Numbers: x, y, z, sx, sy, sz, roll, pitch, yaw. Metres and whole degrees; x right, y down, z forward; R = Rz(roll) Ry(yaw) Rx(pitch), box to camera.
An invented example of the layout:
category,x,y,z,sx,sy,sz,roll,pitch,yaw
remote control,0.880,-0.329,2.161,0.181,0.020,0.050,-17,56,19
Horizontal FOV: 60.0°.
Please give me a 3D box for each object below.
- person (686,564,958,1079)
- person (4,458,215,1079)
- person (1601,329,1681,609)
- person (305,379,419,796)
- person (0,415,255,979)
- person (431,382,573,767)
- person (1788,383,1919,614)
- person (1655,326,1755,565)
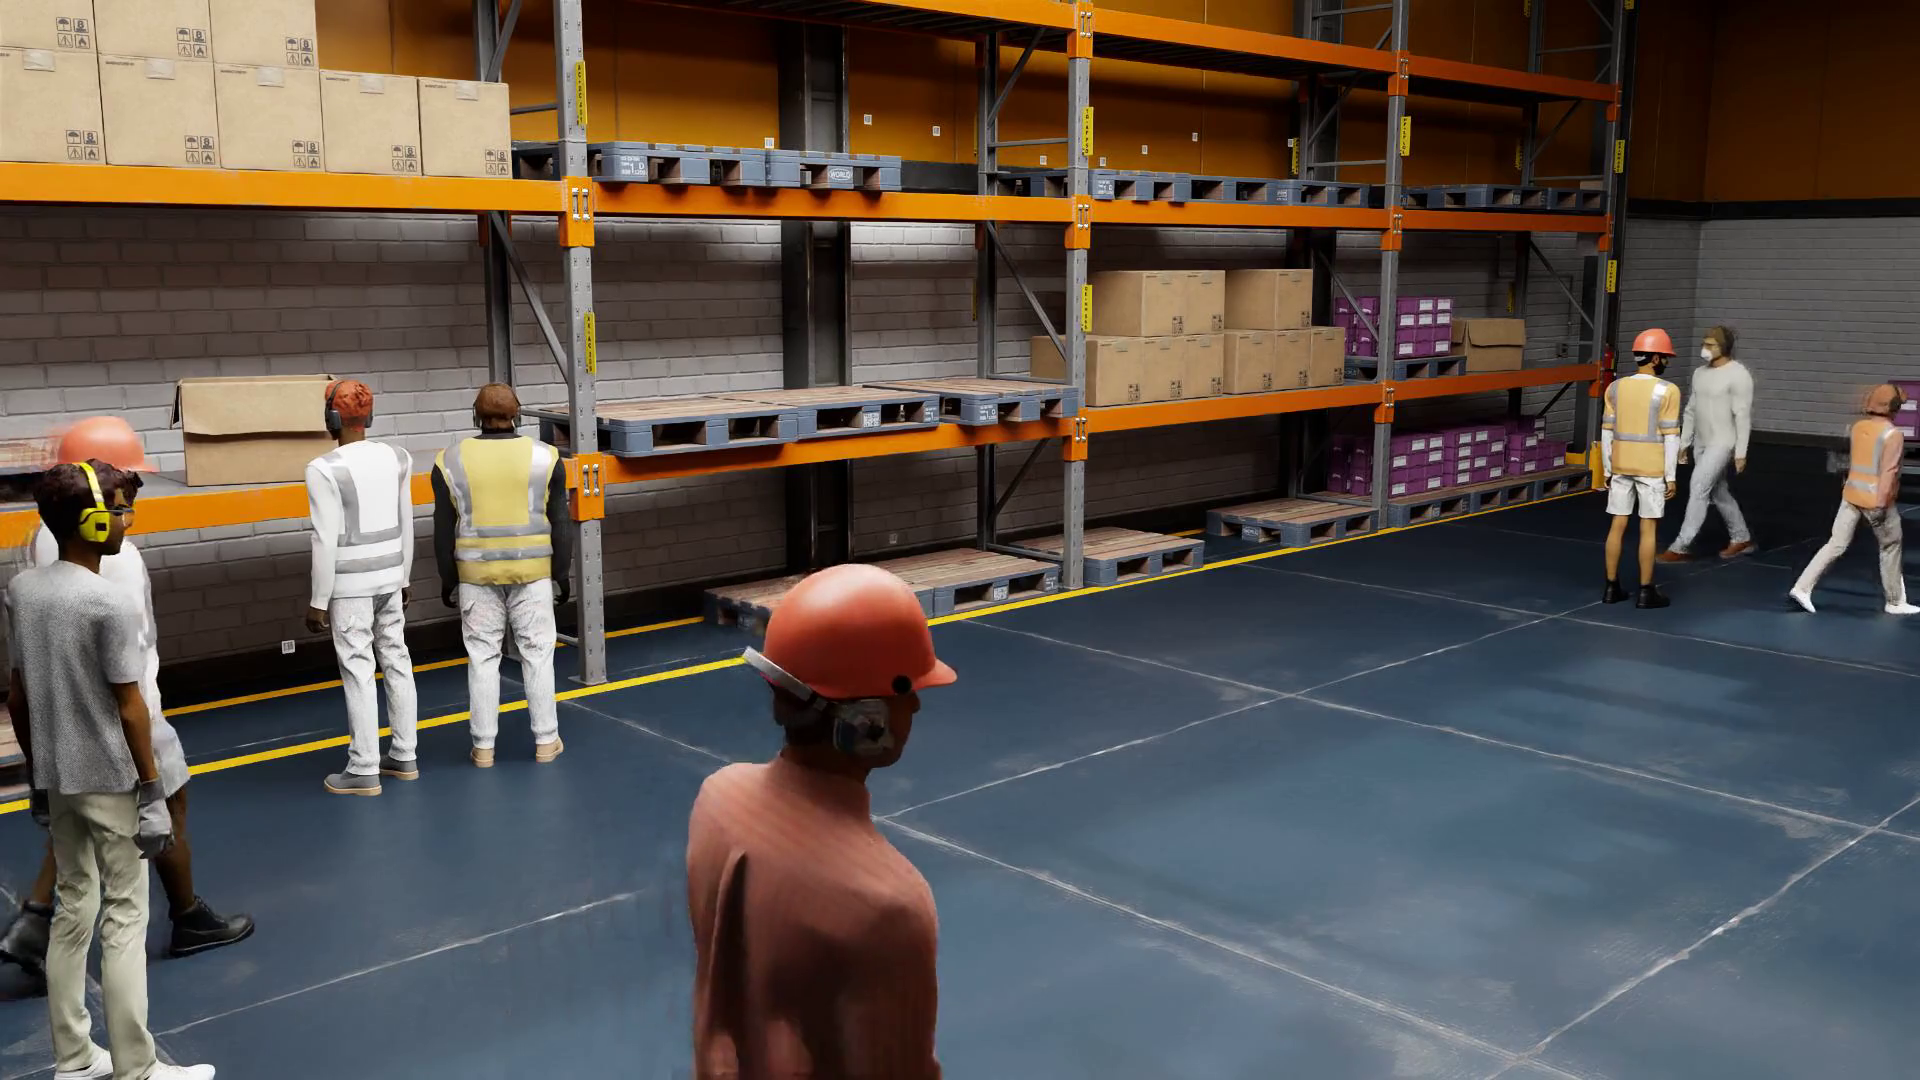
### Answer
category,x,y,z,sx,sy,sz,roll,pitch,yaw
person,-0.265,1.013,2.591,0.610,1.975,0.637,-7,12,-37
person,-2.461,0.702,4.743,0.535,1.864,0.309,5,11,25
person,4.728,-0.493,11.542,0.377,1.932,0.548,-8,12,-37
person,-2.711,0.216,7.537,0.355,1.883,0.573,5,11,27
person,-2.851,0.538,5.561,0.561,1.913,0.796,6,12,33
person,-2.171,0.167,7.946,0.634,1.841,0.429,-2,10,-14
person,6.089,-0.269,11.228,0.886,1.593,0.517,-2,10,-10
person,5.986,-0.752,13.194,0.991,1.894,0.646,-1,10,-8
